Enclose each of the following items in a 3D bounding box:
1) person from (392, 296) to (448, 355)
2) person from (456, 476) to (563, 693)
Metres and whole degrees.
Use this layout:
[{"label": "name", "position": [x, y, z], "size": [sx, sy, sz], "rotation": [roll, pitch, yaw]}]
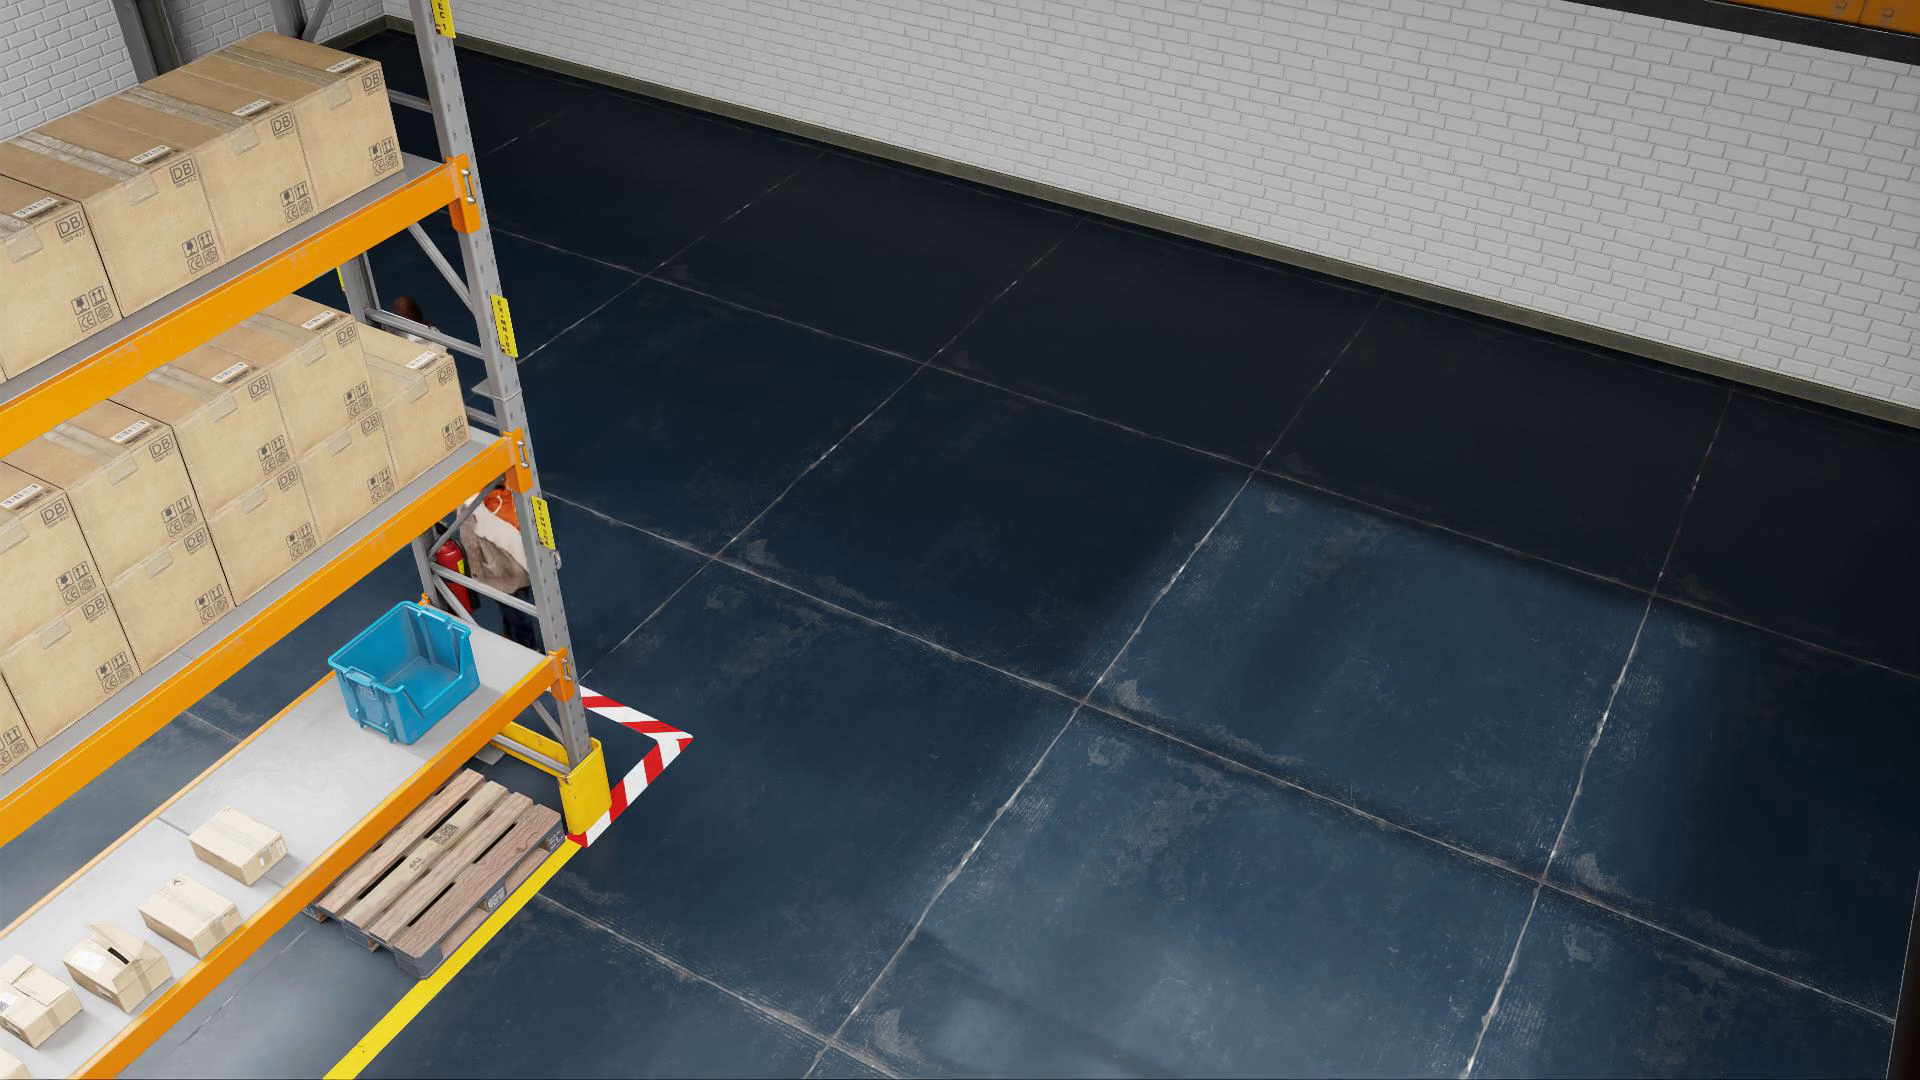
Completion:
[{"label": "person", "position": [-3.847, -0.986, 12.133], "size": [0.902, 1.662, 0.879], "rotation": [-28, 46, -30]}, {"label": "person", "position": [-2.971, 0.065, 10.653], "size": [0.759, 1.866, 0.862], "rotation": [17, 42, 20]}]
